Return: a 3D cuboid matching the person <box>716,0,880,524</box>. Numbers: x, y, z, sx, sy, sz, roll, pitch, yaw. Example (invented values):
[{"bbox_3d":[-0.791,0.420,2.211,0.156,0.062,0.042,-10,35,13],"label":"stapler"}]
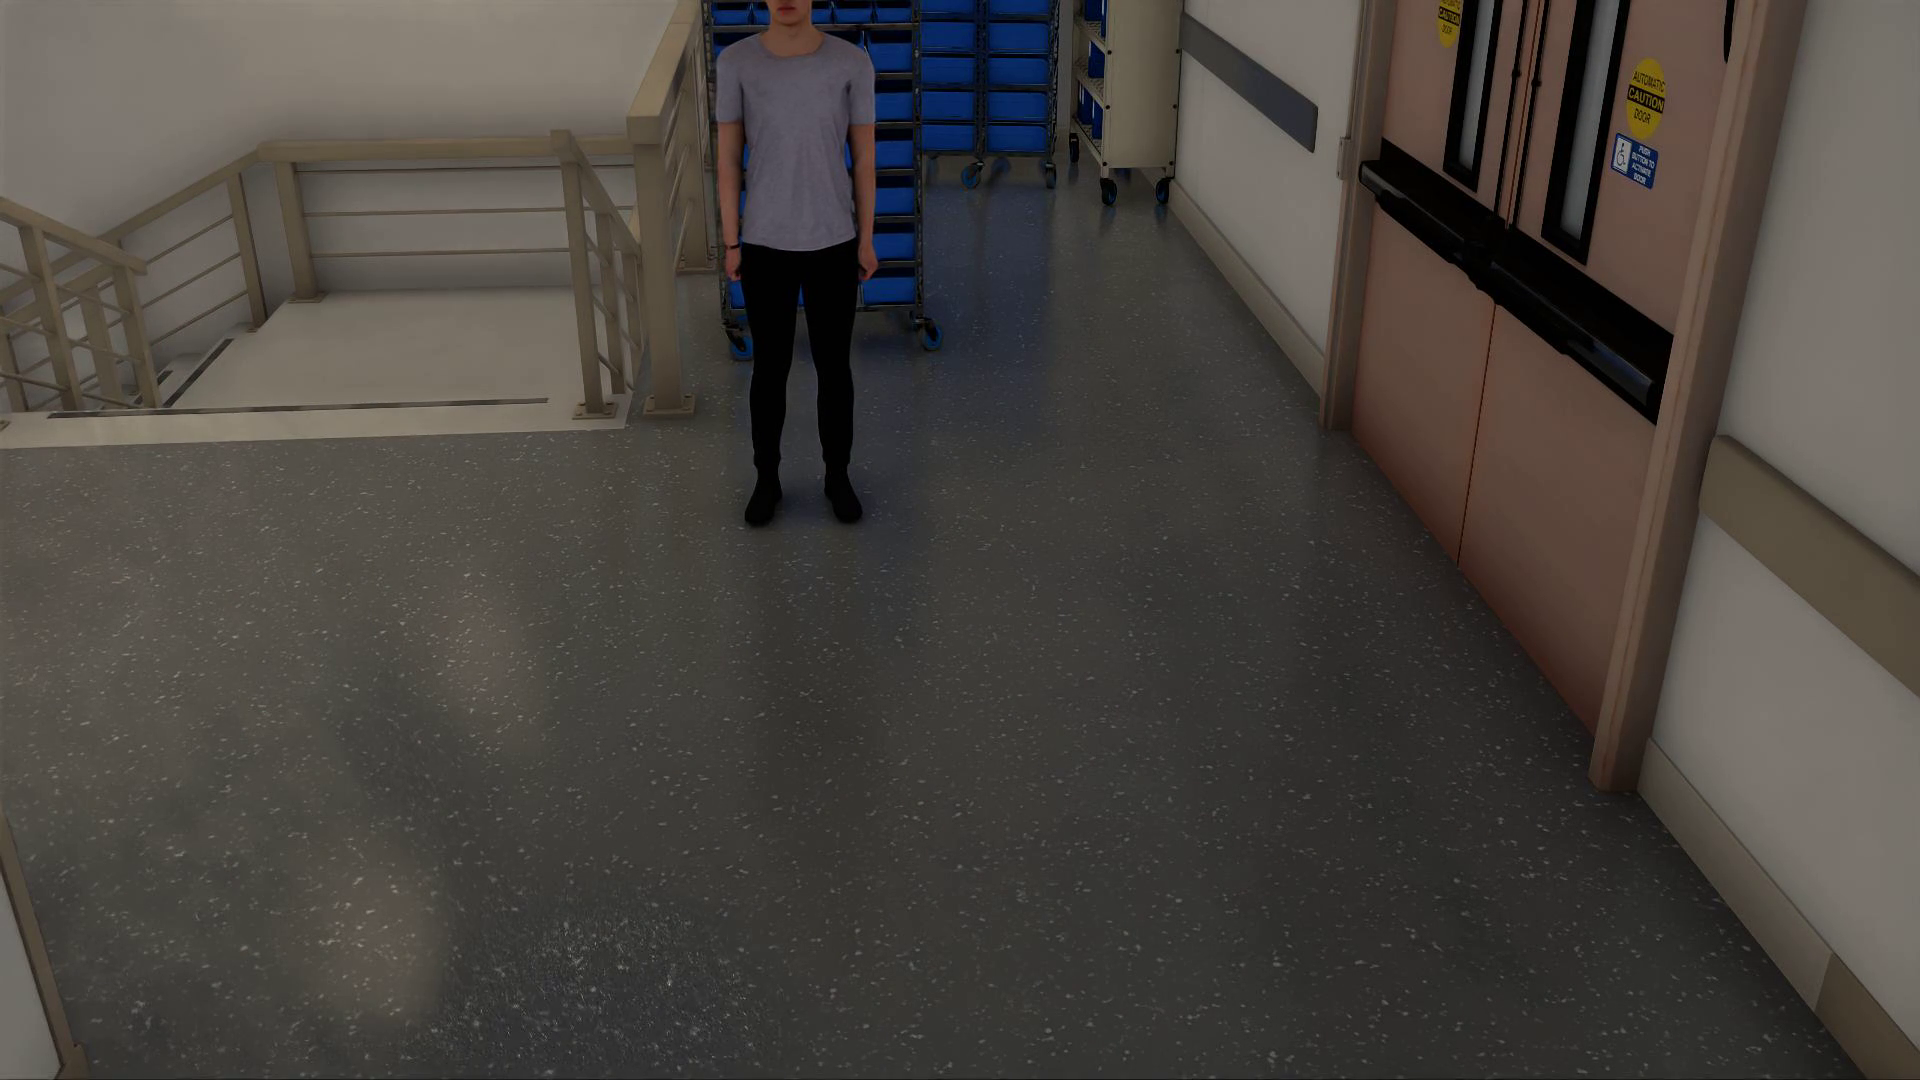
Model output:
[{"bbox_3d":[-0.518,-0.965,5.386,0.652,1.863,0.537,-1,26,-3],"label":"person"}]
